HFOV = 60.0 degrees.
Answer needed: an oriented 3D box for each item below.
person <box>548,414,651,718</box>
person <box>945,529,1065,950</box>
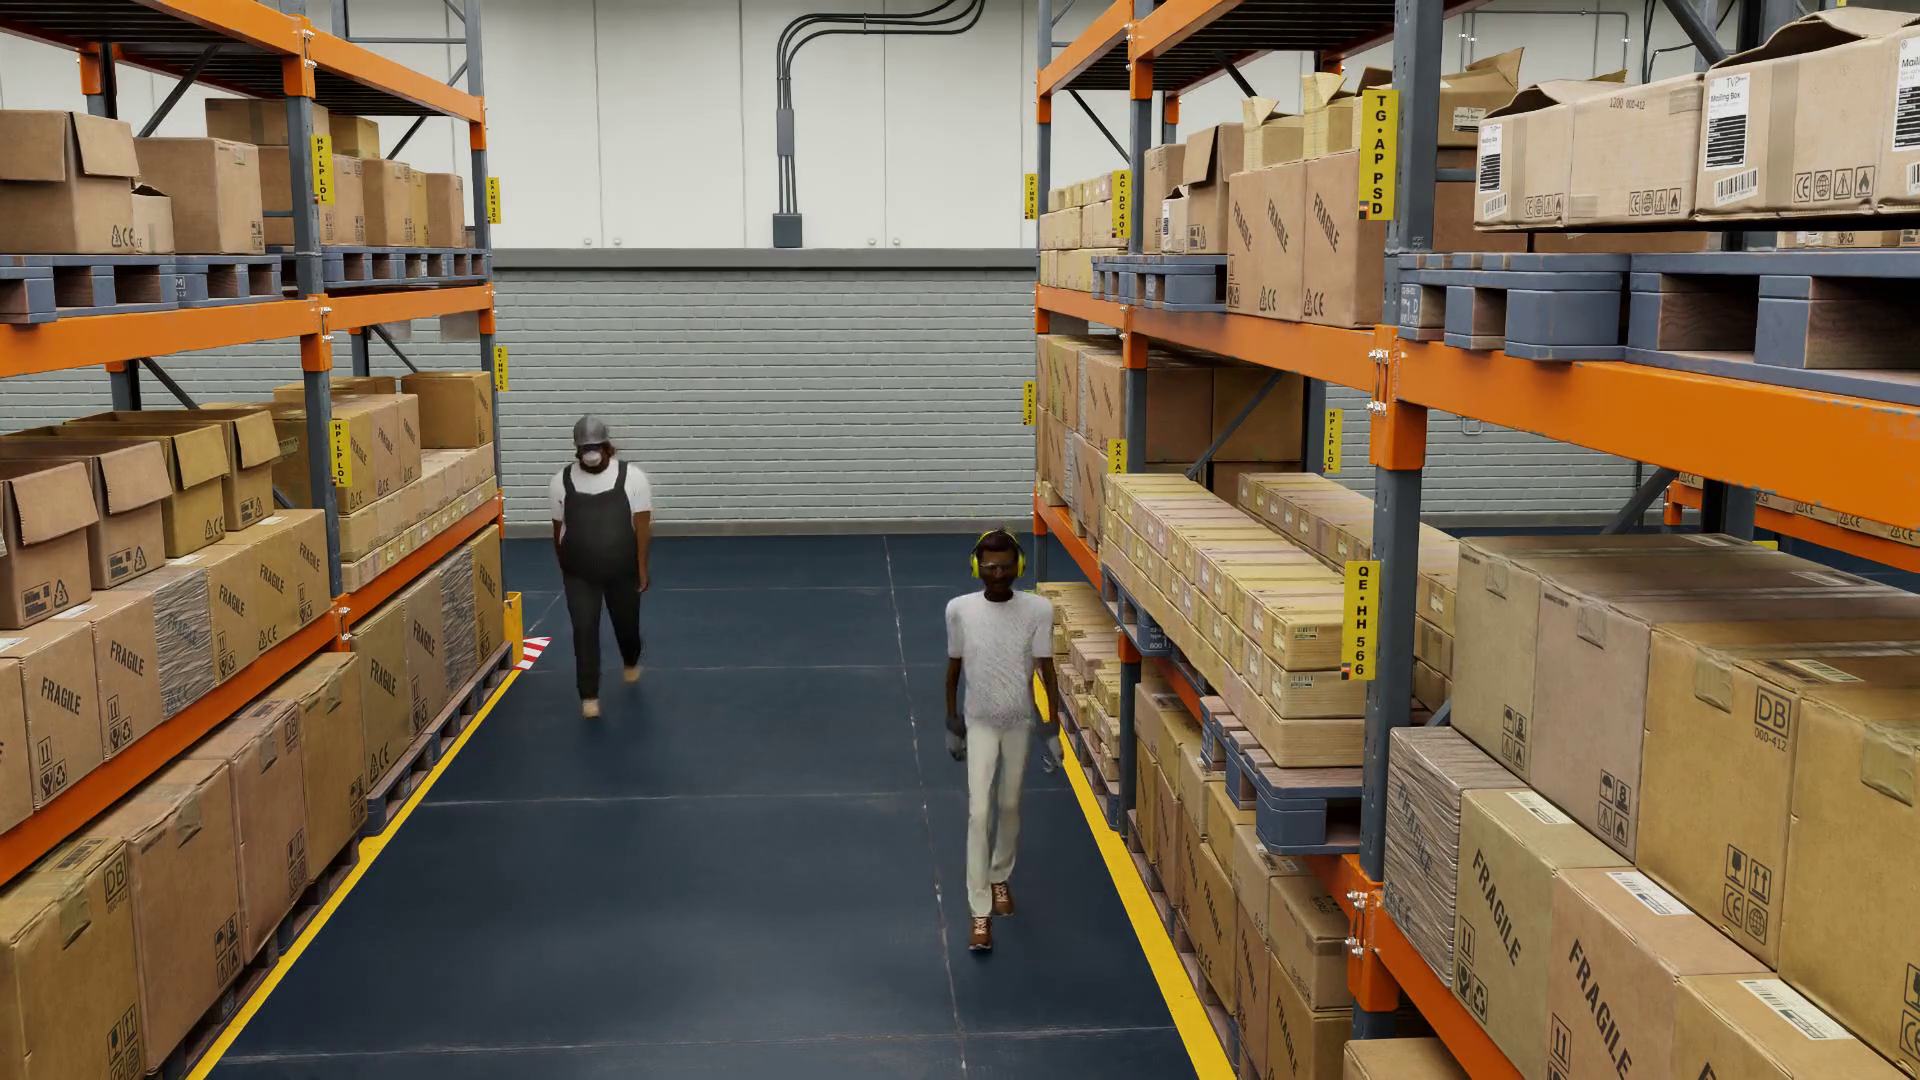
[{"bbox_3d":[-2.421,0.119,11.242,0.678,2.000,0.815,-2,10,-9],"label":"person"},{"bbox_3d":[0.203,0.871,7.413,0.530,1.832,0.879,-1,10,-3],"label":"person"}]
